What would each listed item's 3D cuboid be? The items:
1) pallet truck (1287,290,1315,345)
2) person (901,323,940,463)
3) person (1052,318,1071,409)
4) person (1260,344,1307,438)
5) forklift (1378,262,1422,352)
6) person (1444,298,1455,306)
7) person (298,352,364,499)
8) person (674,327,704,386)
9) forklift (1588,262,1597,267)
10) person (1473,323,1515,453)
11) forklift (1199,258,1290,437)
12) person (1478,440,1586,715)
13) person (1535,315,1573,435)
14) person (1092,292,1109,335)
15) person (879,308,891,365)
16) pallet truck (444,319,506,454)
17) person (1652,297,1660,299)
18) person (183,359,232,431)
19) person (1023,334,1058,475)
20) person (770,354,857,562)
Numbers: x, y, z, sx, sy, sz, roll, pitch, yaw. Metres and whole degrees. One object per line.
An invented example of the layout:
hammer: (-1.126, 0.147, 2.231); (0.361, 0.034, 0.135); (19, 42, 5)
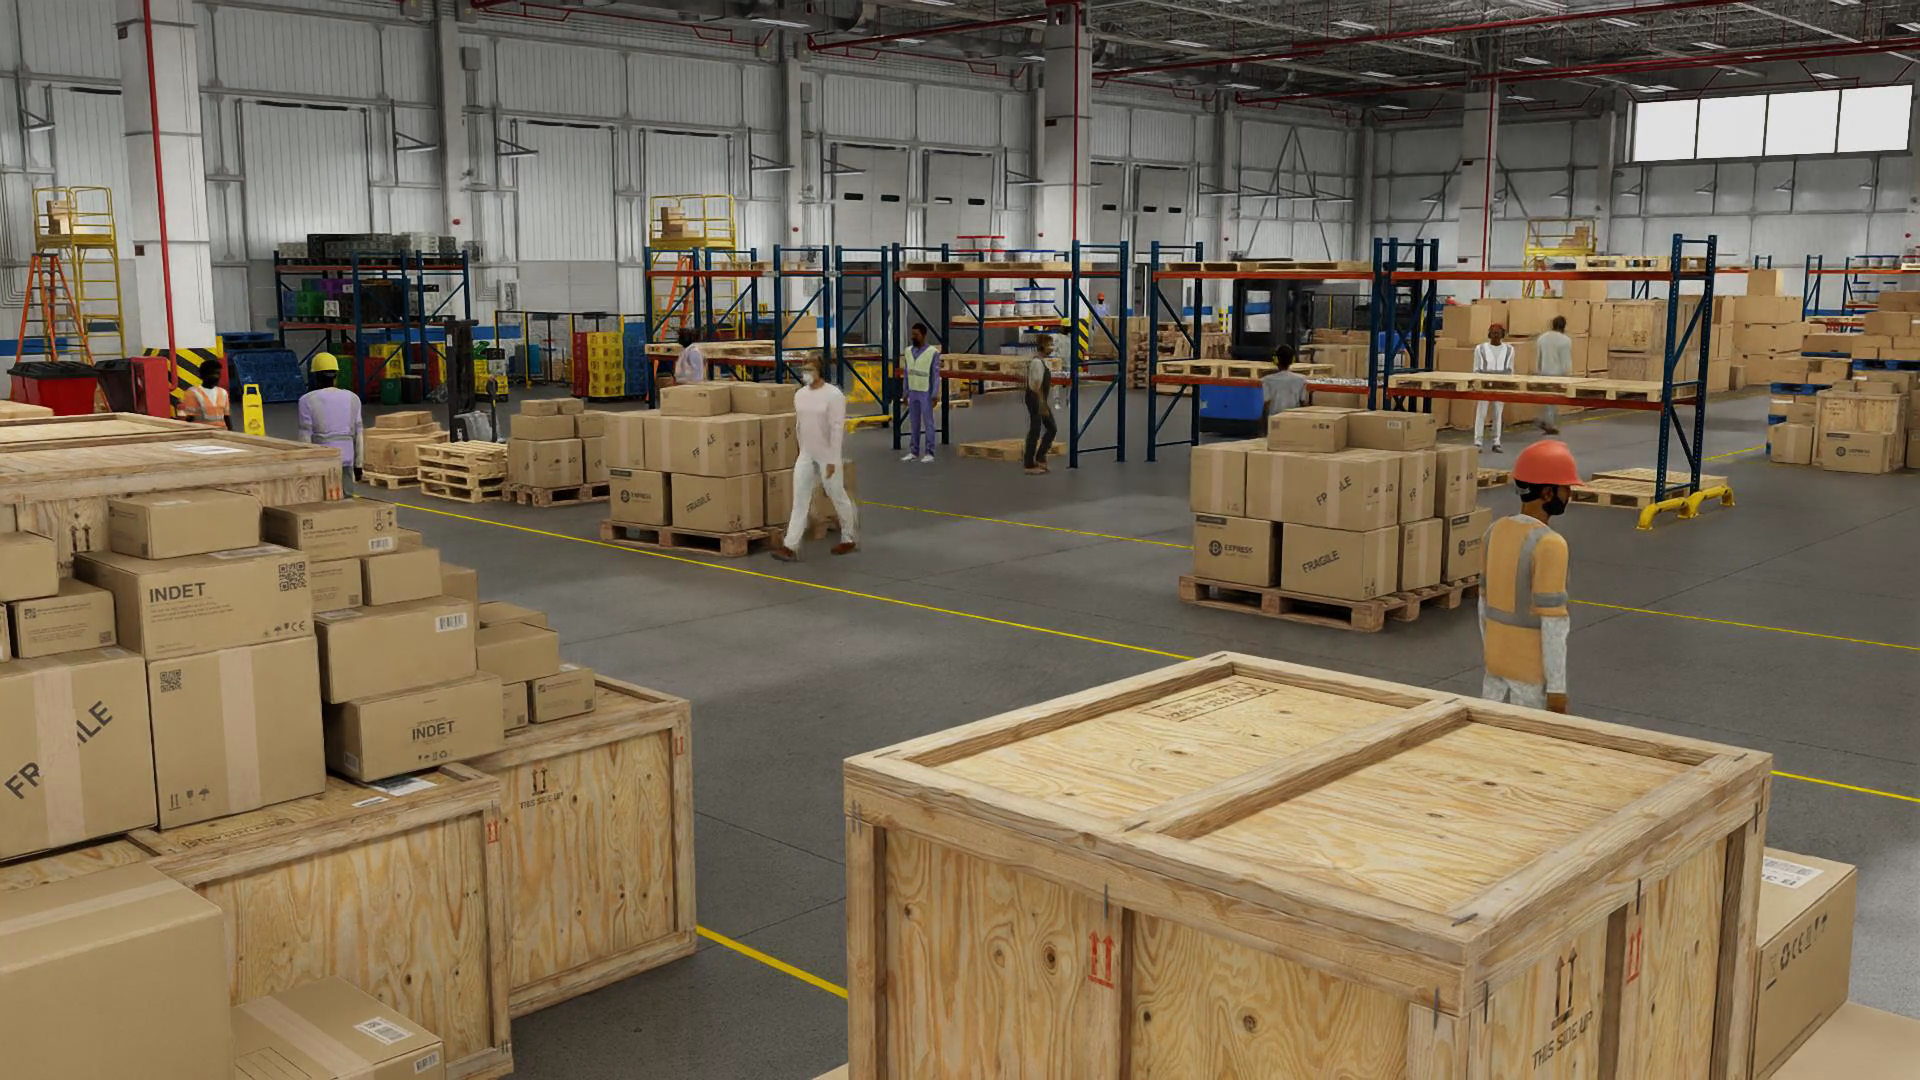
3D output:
pallet truck: (11.297, -6.951, 52.861); (1.885, 1.965, 0.823); (-5, 11, -29)
person: (-0.529, -2.021, 22.889); (0.587, 1.917, 0.397); (7, 12, 37)
person: (1.983, -3.334, 31.492); (0.486, 1.737, 0.322); (-2, 9, -12)
person: (3.438, -1.150, 17.702); (0.532, 1.865, 0.310); (-1, 9, -8)
forklift: (10.956, -5.527, 41.433); (1.129, 2.768, 1.873); (2, 9, 12)
person: (12.408, -5.186, 42.266); (0.457, 1.922, 0.581); (-2, 9, -12)
person: (-5.589, -0.700, 14.782); (0.400, 1.922, 0.593); (7, 12, 37)
person: (-3.927, -2.261, 24.701); (0.838, 1.815, 0.625); (-3, 10, -19)
forklift: (17.332, -6.212, 45.631); (1.873, 2.768, 1.129); (3, 10, 17)
person: (7.693, -2.189, 24.016); (0.574, 1.883, 0.360); (1, 9, 5)
forklift: (4.756, -3.110, 26.610); (1.129, 2.768, 1.873); (9, 13, 43)
person: (2.447, 0.536, 7.139); (0.376, 1.935, 0.550); (-2, 9, -12)
person: (9.555, -2.636, 26.650); (0.487, 1.914, 0.652); (-5, 11, -30)
person: (4.351, -6.690, 51.480); (0.544, 1.930, 0.389); (1, 9, 5)
person: (-1.979, -5.344, 44.138); (0.323, 1.629, 0.524); (1, 9, 6)
pallet truck: (-6.981, -1.942, 22.150); (1.885, 1.965, 0.823); (1, 9, 9)
person: (18.225, -5.404, 43.587); (0.628, 1.932, 0.360); (-6, 11, -34)
person: (-8.154, -1.122, 18.084); (0.394, 1.692, 0.575); (5, 11, 29)
person: (1.047, -1.735, 21.417); (0.533, 1.824, 0.526); (2, 10, 14)
person: (-1.303, -0.747, 15.182); (0.642, 1.891, 1.028); (7, 11, 36)
